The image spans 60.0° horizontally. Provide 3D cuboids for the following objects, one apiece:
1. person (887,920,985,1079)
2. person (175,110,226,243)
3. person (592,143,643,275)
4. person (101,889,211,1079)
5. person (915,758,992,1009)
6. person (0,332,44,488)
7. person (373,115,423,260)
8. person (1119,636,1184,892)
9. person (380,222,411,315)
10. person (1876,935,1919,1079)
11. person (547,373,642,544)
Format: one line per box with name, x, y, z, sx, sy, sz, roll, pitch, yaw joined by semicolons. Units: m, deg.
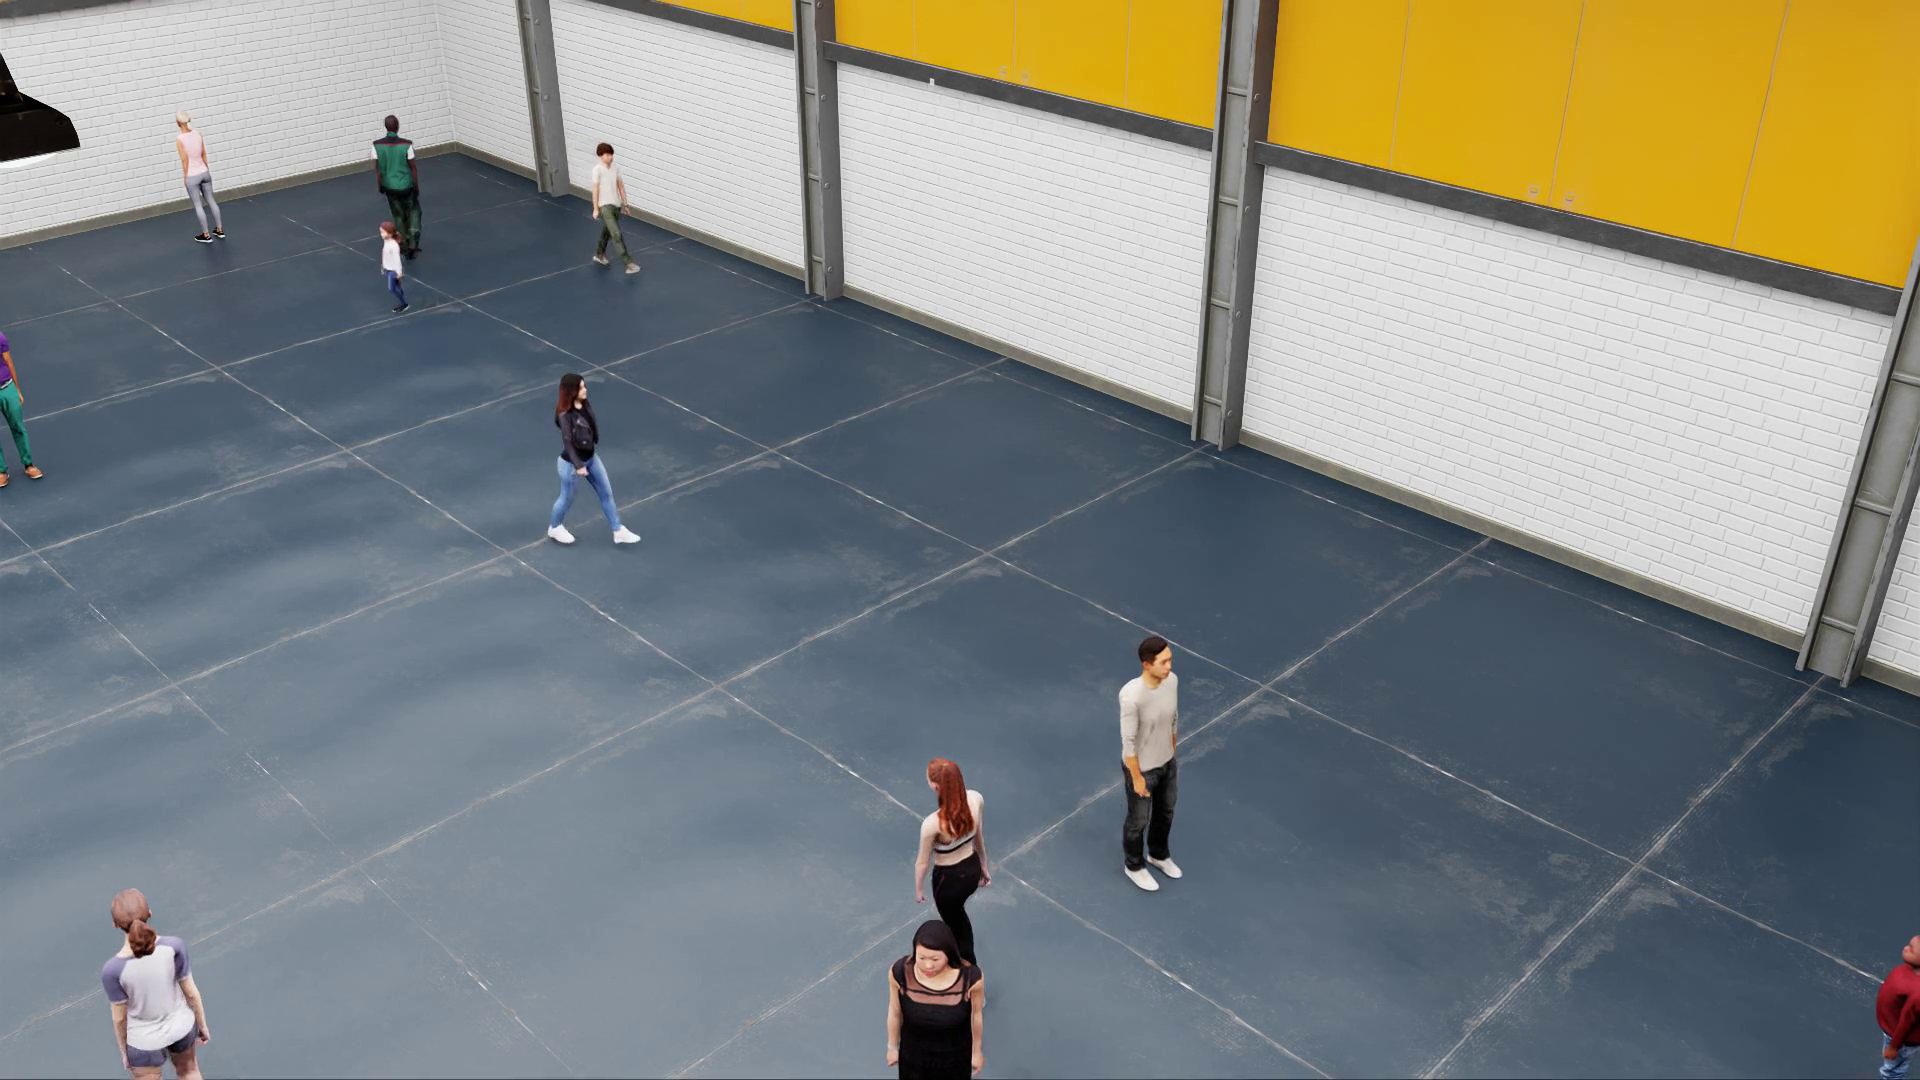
person;-0.129;2.588;8.401;0.742;1.718;0.818;2;29;5
person;-10.075;-4.811;21.958;0.576;1.725;0.600;16;33;27
person;-4.450;-4.173;20.909;1.167;1.610;0.673;21;35;33
person;-4.036;2.549;8.444;0.600;1.746;0.910;-23;36;-35
person;0.032;2.010;9.449;0.641;1.728;0.645;-19;34;-31
person;-9.080;-1.383;15.627;0.652;1.769;0.606;-19;34;-31
person;-7.164;-4.465;21.221;0.827;1.823;0.861;-5;29;-9
person;1.147;1.383;10.516;0.679;1.807;0.618;-22;36;-34
person;-6.679;-3.247;19.738;0.540;1.105;0.461;-19;34;-31
person;5.039;2.597;8.868;0.559;1.254;0.547;14;32;24
person;-3.379;-0.662;14.487;1.166;1.595;0.924;9;30;17
